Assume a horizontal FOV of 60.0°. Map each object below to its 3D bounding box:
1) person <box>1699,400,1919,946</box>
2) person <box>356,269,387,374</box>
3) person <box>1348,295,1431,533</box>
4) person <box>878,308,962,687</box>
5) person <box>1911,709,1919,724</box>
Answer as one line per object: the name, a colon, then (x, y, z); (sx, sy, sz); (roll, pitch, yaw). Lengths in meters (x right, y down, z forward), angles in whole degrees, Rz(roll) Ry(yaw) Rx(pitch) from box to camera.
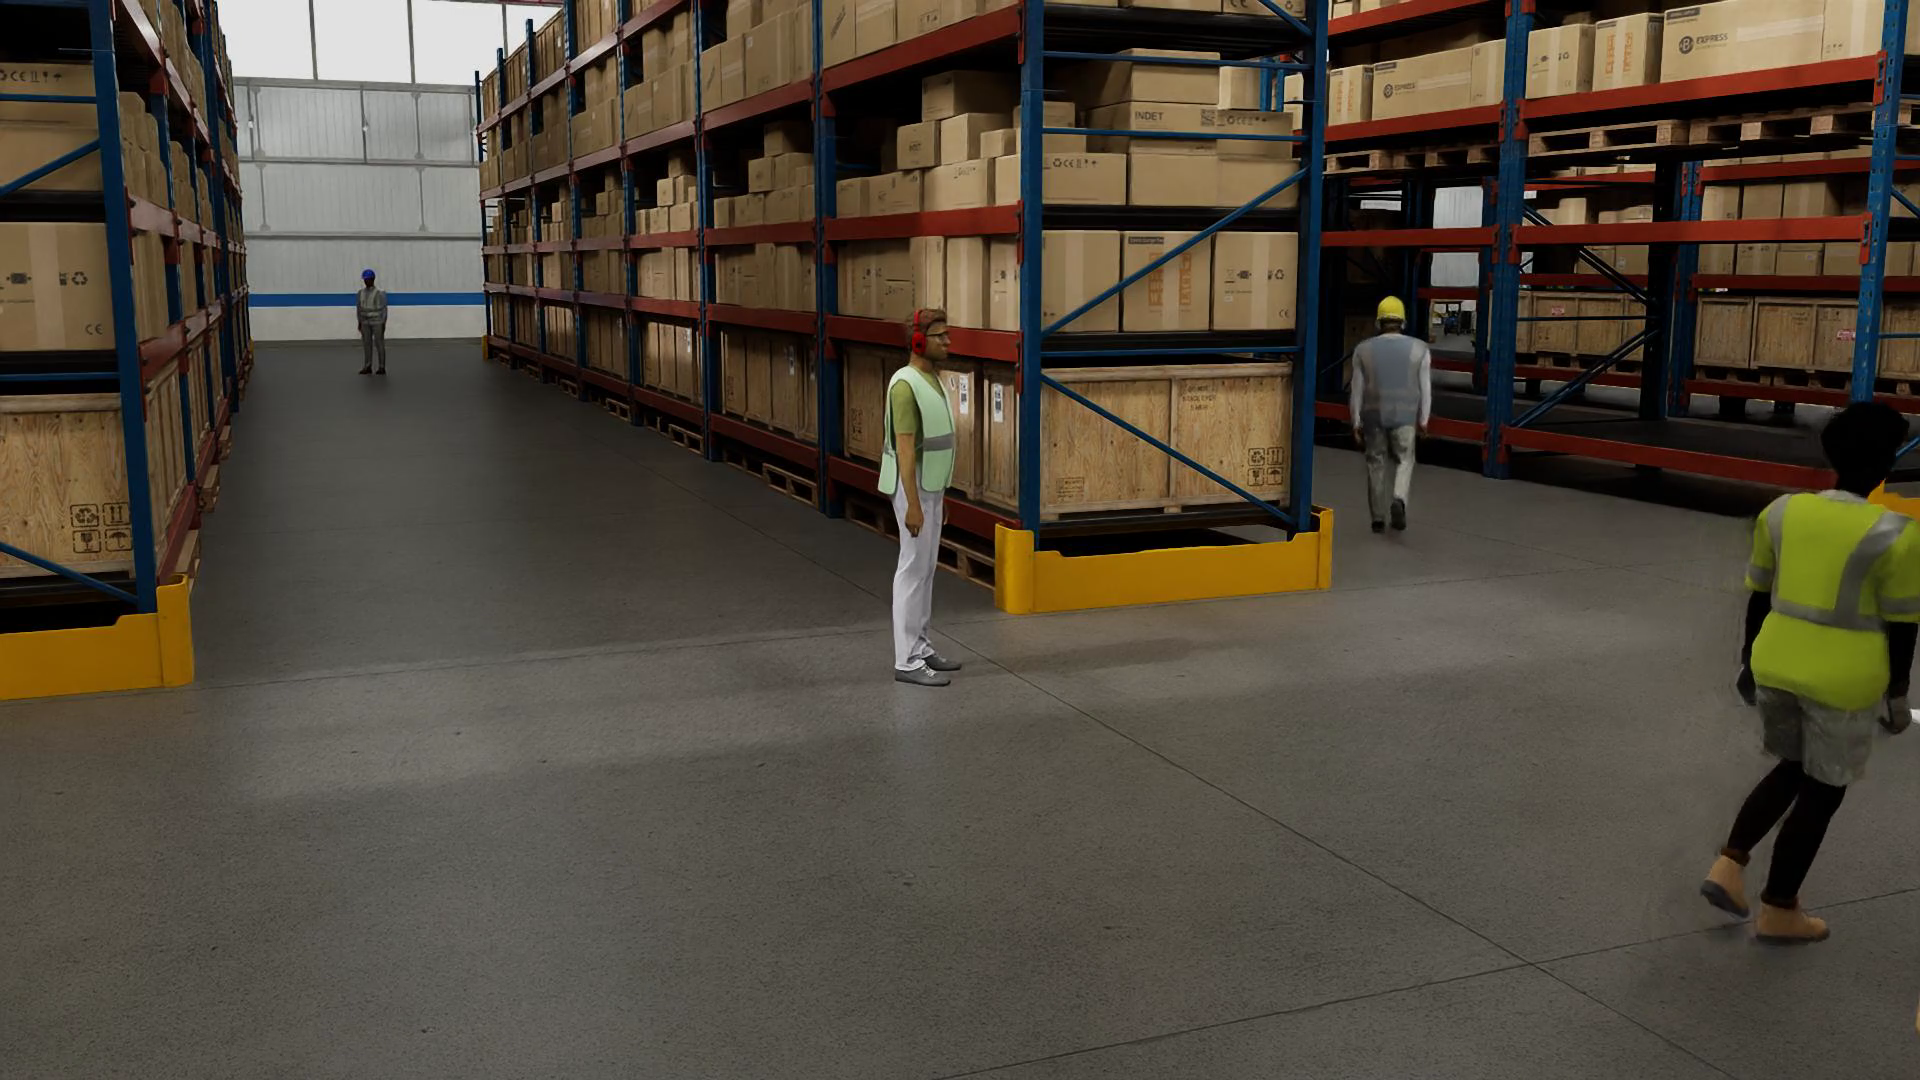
person: (2.579, 0.421, 4.953); (0.354, 1.671, 0.521); (-4, 10, -22)
person: (-10.936, -4.052, 30.921); (0.602, 1.948, 0.385); (2, 10, 12)
person: (3.266, -0.945, 12.676); (0.615, 1.822, 0.414); (2, 10, 14)
person: (-0.200, -0.217, 8.241); (0.390, 1.850, 0.565); (2, 10, 11)
person: (4.532, -0.093, 7.373); (0.642, 1.900, 0.401); (-4, 10, -21)
